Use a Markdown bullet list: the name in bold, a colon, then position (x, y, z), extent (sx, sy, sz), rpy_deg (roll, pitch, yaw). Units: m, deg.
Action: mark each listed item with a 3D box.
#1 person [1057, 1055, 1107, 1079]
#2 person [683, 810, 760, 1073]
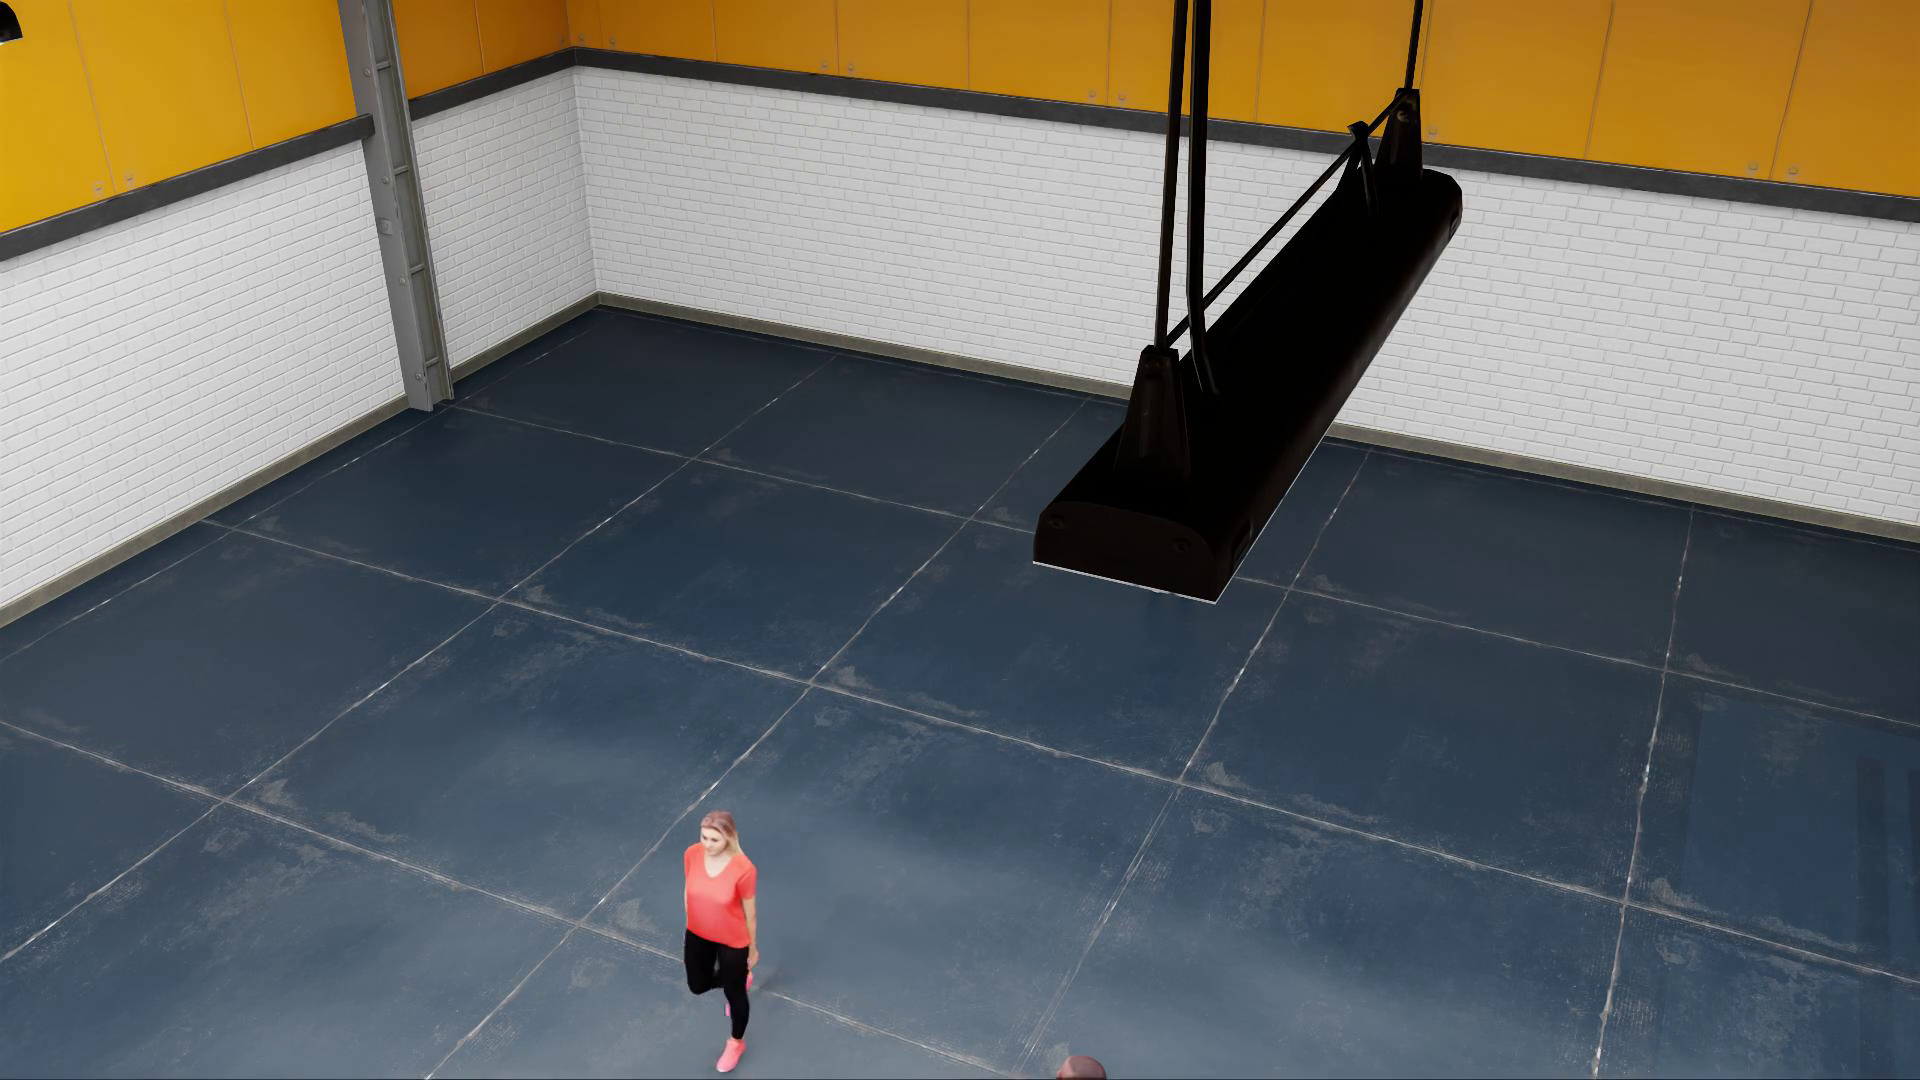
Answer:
- **person**: position (0.527, 3.005, 7.485), extent (0.725, 1.825, 0.542), rpy_deg (14, 32, 24)
- **person**: position (-1.277, 2.144, 9.208), extent (0.617, 1.686, 0.772), rpy_deg (12, 31, 20)
